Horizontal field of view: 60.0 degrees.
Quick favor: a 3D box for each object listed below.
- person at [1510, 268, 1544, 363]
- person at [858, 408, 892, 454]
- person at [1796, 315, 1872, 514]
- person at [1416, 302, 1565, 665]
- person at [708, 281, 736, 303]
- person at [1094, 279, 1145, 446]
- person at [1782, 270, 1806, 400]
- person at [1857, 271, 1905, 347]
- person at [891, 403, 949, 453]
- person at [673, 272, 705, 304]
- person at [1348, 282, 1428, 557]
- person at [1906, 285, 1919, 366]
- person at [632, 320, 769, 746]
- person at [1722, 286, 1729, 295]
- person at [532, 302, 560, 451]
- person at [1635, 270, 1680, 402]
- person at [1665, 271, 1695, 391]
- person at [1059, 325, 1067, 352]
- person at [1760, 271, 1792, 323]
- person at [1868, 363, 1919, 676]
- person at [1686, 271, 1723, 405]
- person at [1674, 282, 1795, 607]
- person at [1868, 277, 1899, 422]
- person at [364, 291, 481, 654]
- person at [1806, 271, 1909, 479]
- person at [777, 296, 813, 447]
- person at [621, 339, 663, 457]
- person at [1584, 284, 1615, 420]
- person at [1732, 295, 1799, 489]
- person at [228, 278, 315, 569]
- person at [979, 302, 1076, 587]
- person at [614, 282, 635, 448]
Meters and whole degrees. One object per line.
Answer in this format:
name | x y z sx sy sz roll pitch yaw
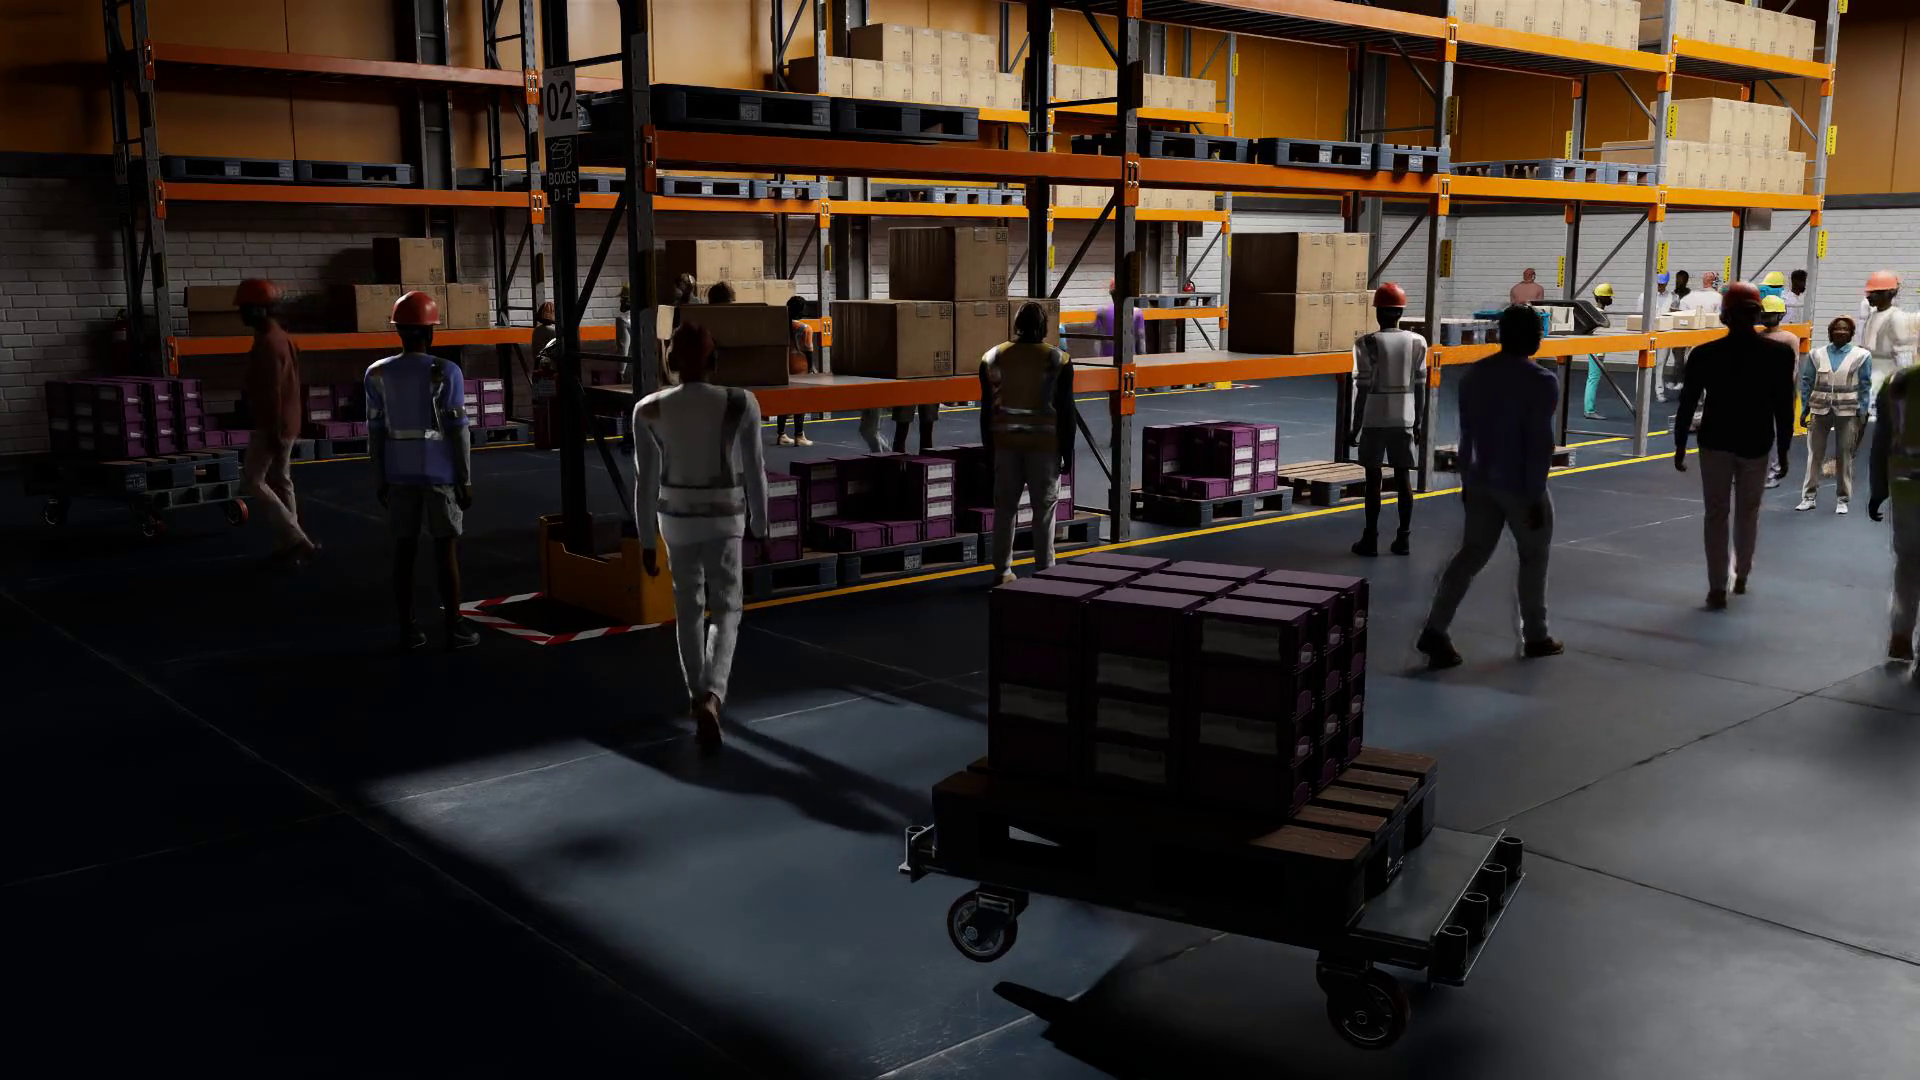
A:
person | 10.459 -4.050 30.647 0.639 1.909 0.409 8 12 38
person | -0.792 -1.293 15.328 0.367 1.619 0.516 0 10 1
person | 7.243 -1.041 13.790 0.523 1.645 0.306 8 12 38
person | 2.792 -0.283 8.622 0.976 1.901 0.639 -6 11 -31
person | -2.077 -1.189 13.874 0.517 1.921 0.645 -8 13 -40
person | 1.814 -2.024 18.860 0.553 1.885 0.958 3 10 15
person | 11.673 -2.848 23.604 0.806 1.939 0.688 3 10 15
person | 12.928 -2.816 23.378 0.566 1.916 0.411 5 11 29
person | -0.367 -1.368 14.575 0.605 2.033 0.399 -3 10 -18
person | -3.075 -2.045 18.813 0.631 1.940 0.372 9 13 42
person | 3.018 -0.847 11.797 0.542 1.939 0.362 -1 10 -7
person | 9.847 -1.725 16.967 0.589 1.927 0.386 -2 10 -13
person | -1.152 -0.042 7.355 0.575 1.852 0.886 0 10 1
person | 12.754 -3.411 27.720 0.373 1.630 0.535 -1 10 -4
person | -4.499 -1.788 18.222 0.496 1.629 0.277 9 13 43
person | 10.145 -2.966 24.209 0.604 1.936 0.411 2 10 10
person | 11.327 -3.300 26.308 0.970 1.878 0.587 -7 12 -34
person | 0.965 -1.973 19.236 0.540 1.652 0.857 -1 10 -3
person | 10.259 -2.425 21.061 0.588 1.930 0.363 -8 12 -38
person | 4.988 -0.220 8.441 0.521 1.830 0.653 -9 13 -42
person | 10.557 -2.828 23.488 0.407 1.910 0.640 -5 11 -25
person | 4.759 -0.600 10.271 0.647 1.957 0.835 3 10 19
person | 11.838 -2.443 21.340 0.328 1.872 0.509 2 10 11
person | -2.866 -0.350 8.886 0.542 1.939 0.359 0 10 3
person | 8.693 -1.552 15.797 1.068 1.984 0.633 1 10 8
person | -1.843 -1.883 18.613 0.534 1.687 0.320 7 12 35
person | -2.198 -0.749 12.228 0.534 1.597 0.865 5 11 25
person | 8.355 -2.456 21.723 0.310 1.768 0.533 3 10 17
person | 7.405 -1.357 15.283 0.315 1.770 0.524 -5 11 -28
person | -4.674 -0.774 11.252 0.423 1.978 0.623 -2 10 -10
person | 0.436 -0.587 10.586 0.628 1.837 0.429 3 10 17
person | -3.630 -1.940 18.492 0.404 1.835 0.600 5 11 27
